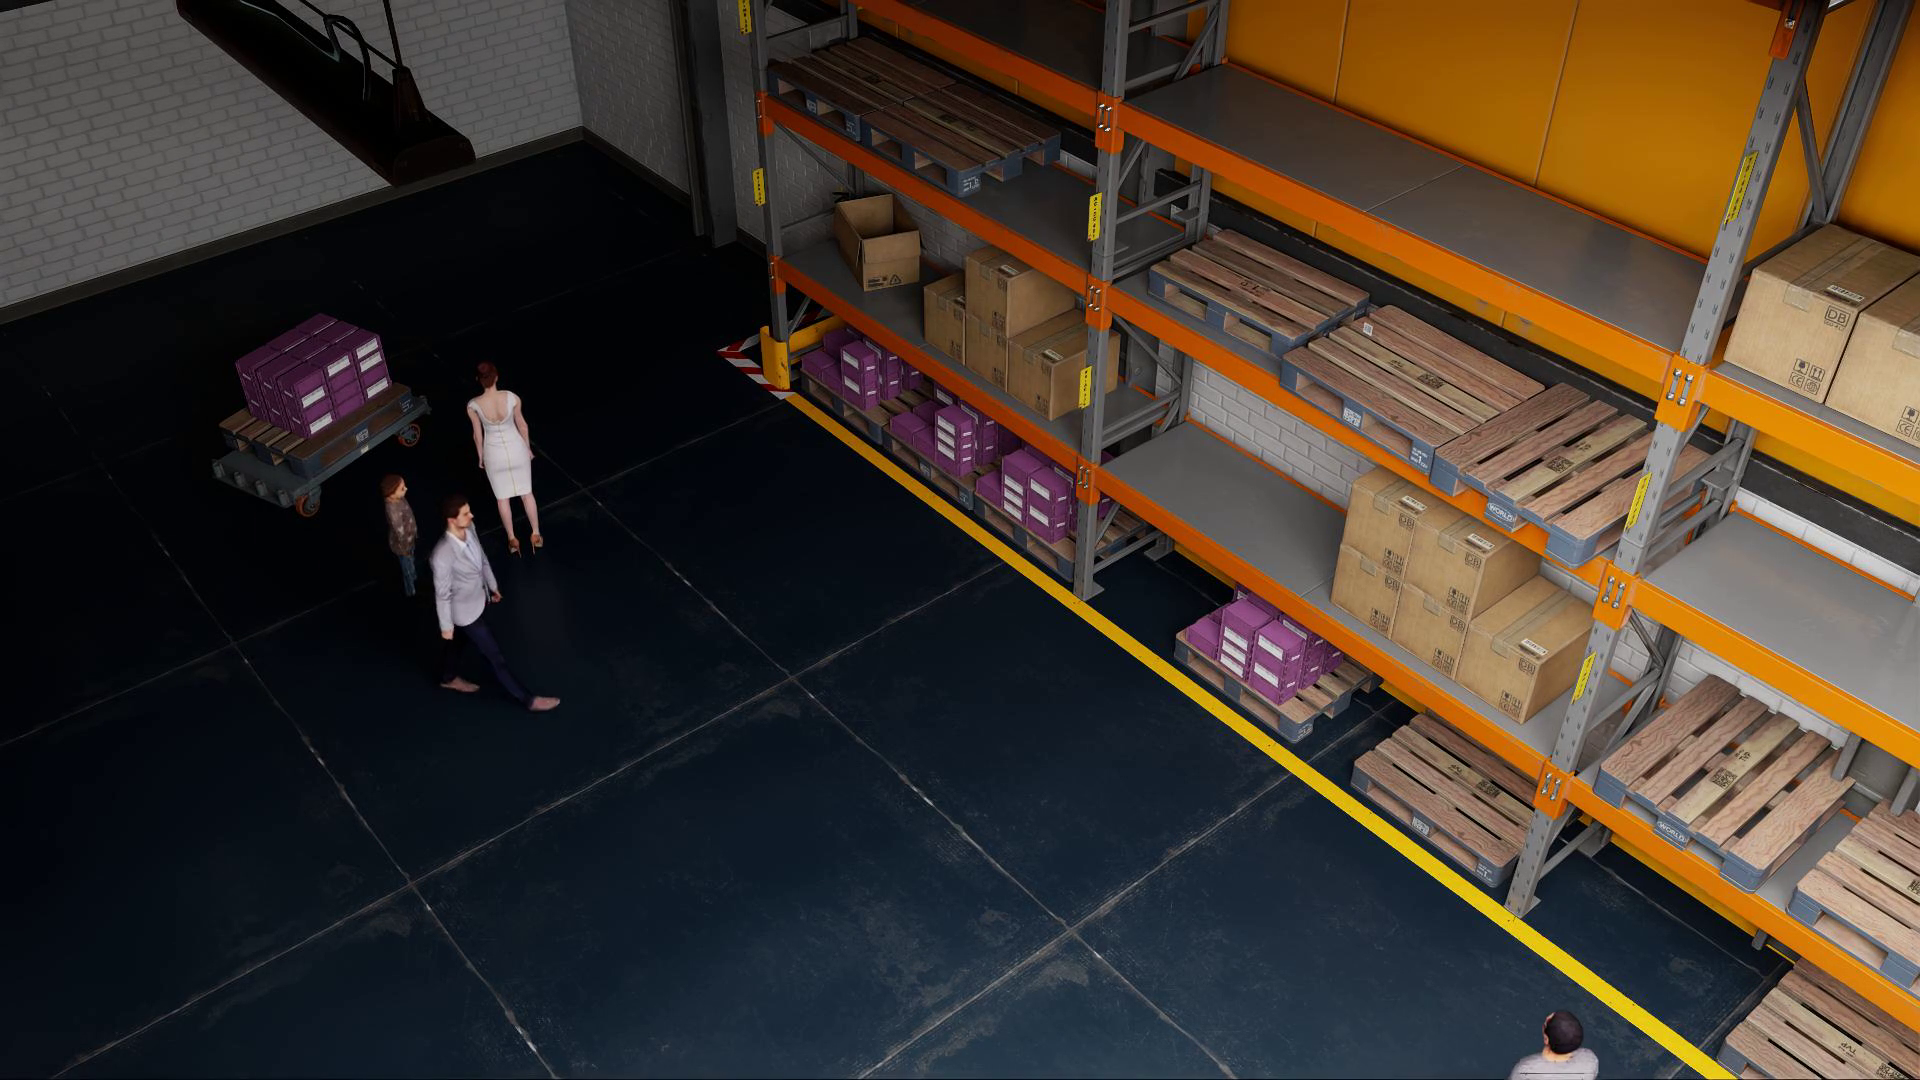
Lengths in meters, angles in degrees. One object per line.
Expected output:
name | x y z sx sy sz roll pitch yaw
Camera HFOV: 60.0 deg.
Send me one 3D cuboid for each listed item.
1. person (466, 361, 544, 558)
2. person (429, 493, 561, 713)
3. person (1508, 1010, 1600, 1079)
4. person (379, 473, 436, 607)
person | -3.511 -0.630 12.827 0.641 1.793 0.618 -11 40 -13
person | -3.475 0.443 11.481 1.283 1.795 1.181 6 39 7
person | 2.911 2.994 8.324 0.745 1.747 0.758 -11 40 -13
person | -4.206 -0.020 12.541 0.601 1.195 0.511 -8 39 -10
